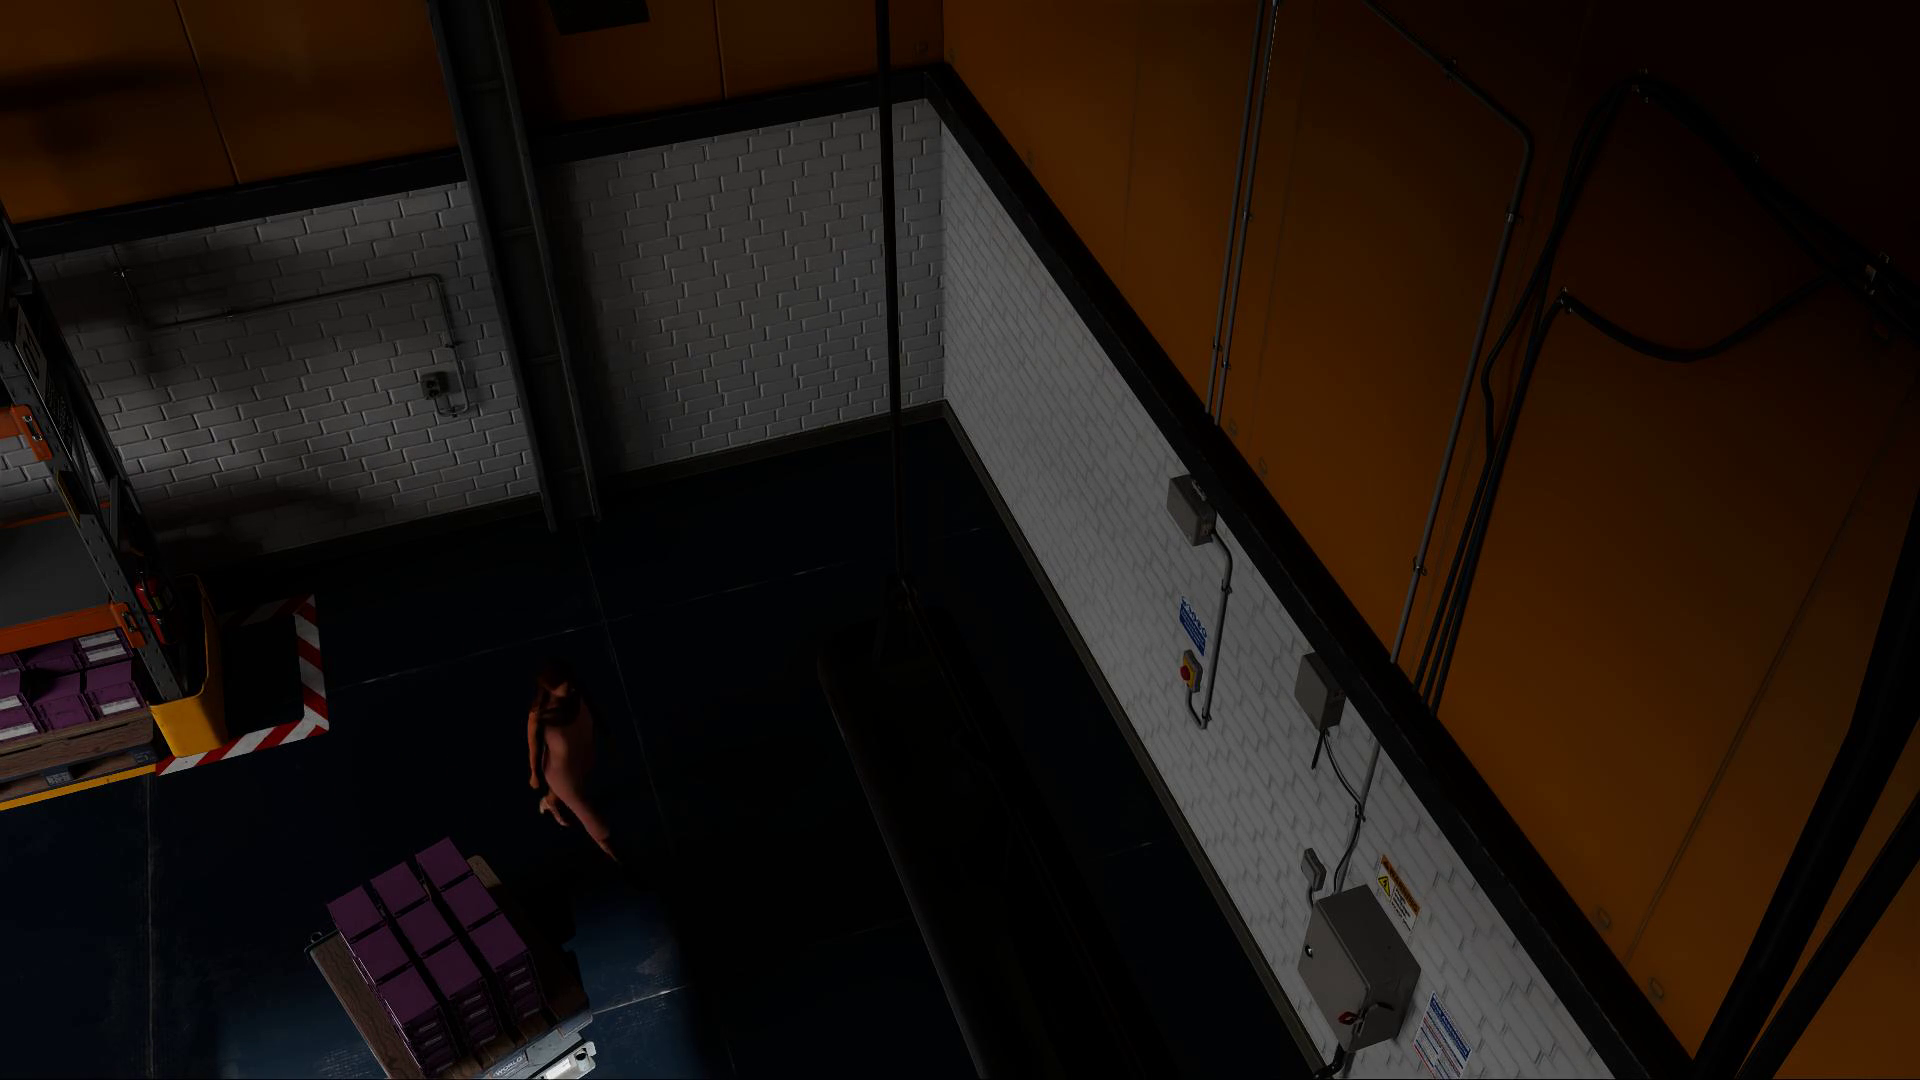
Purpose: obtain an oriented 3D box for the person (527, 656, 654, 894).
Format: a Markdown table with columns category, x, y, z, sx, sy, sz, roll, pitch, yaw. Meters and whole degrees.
| category | x | y | z | sx | sy | sz | roll | pitch | yaw |
| --- | --- | --- | --- | --- | --- | --- | --- | --- | --- |
| person | -2.302 | 1.254 | 9.551 | 1.147 | 1.767 | 1.205 | 25 | 49 | 24 |
